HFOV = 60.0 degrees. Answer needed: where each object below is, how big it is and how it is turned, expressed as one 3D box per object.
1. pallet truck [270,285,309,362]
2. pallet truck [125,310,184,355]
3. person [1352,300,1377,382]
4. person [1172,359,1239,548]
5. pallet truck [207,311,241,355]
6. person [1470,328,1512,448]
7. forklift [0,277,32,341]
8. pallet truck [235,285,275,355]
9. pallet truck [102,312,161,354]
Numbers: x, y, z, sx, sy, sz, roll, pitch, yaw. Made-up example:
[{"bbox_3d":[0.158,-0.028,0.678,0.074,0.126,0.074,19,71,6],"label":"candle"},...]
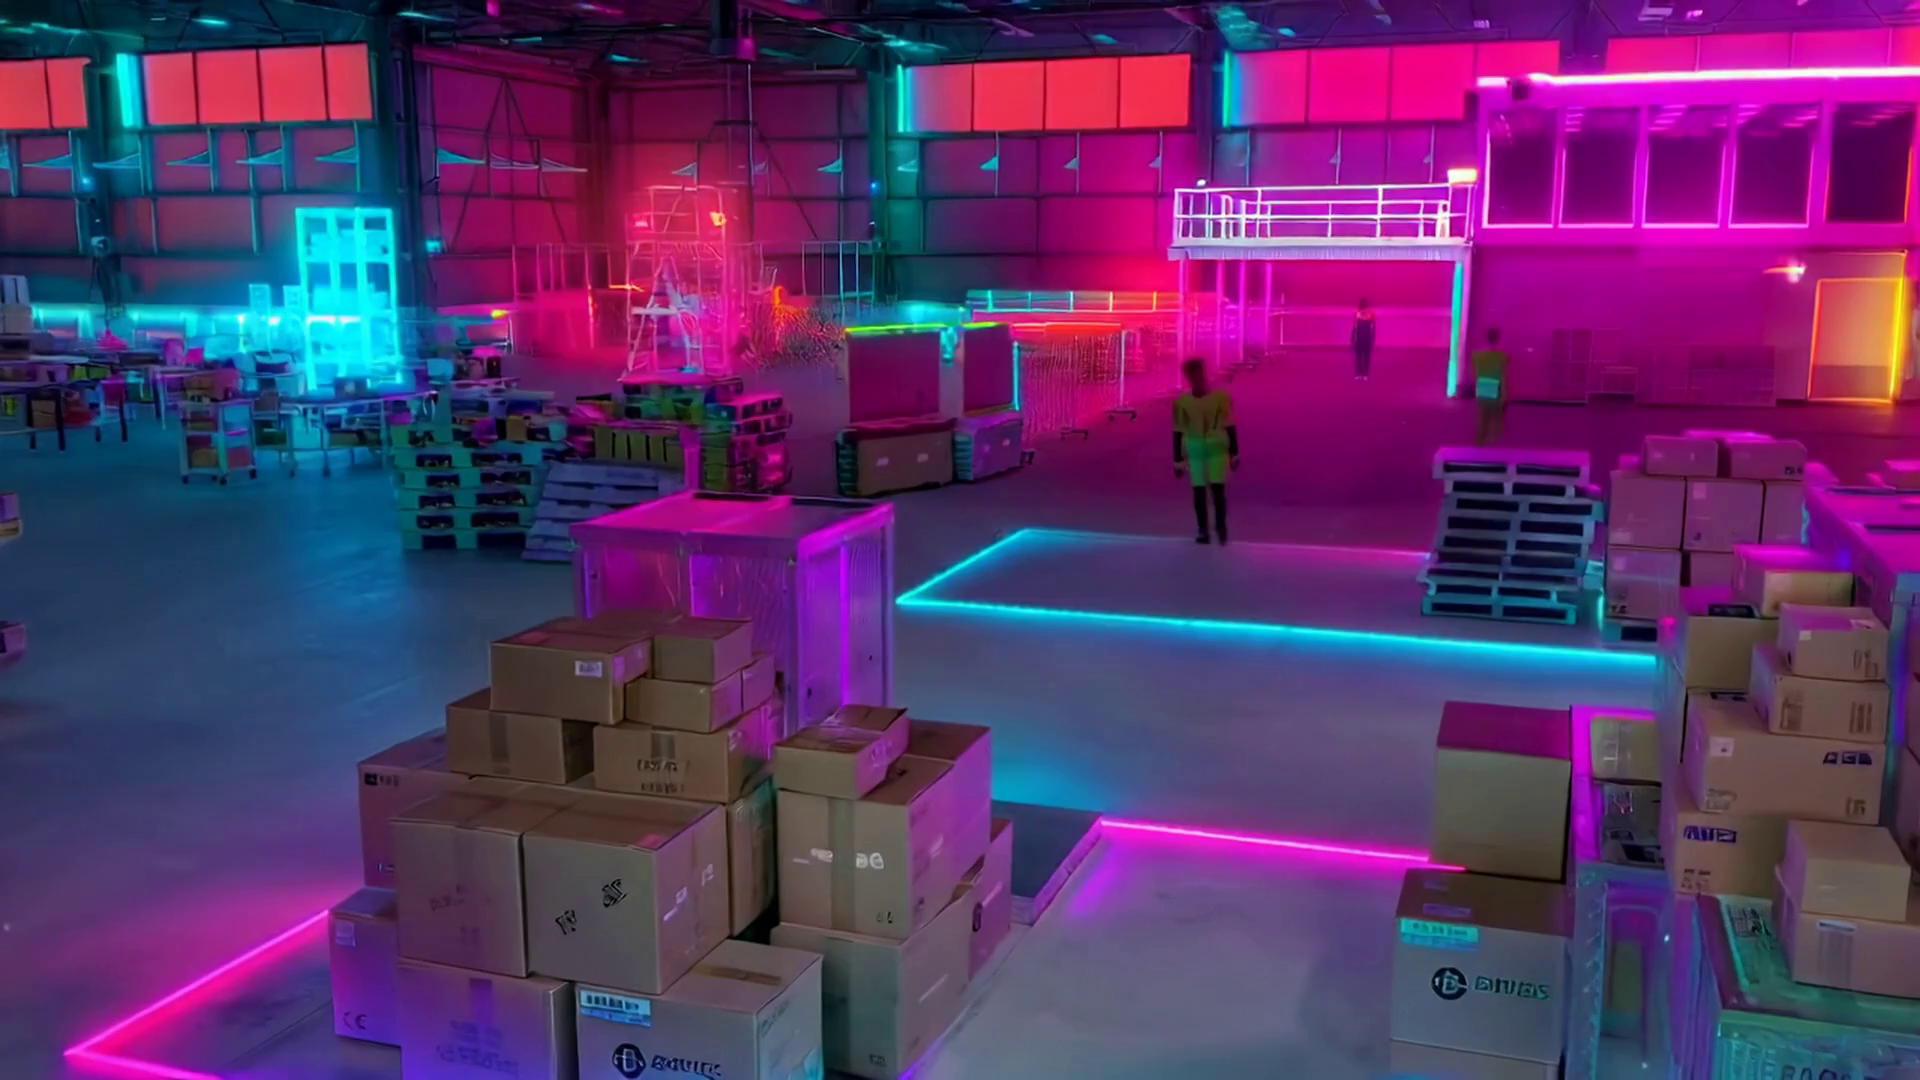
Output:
[{"bbox_3d":[-17.147,-5.700,43.663,0.823,1.965,1.885,3,11,17],"label":"pallet truck"},{"bbox_3d":[-22.038,-5.665,45.457,0.704,1.261,1.522,3,11,17],"label":"pallet truck"},{"bbox_3d":[8.942,-4.399,36.820,0.544,1.823,0.622,3,10,15],"label":"person"},{"bbox_3d":[2.436,-0.847,16.570,0.648,1.914,0.601,3,11,17],"label":"person"},{"bbox_3d":[-19.537,-5.575,44.913,0.653,1.274,1.630,3,11,19],"label":"pallet truck"},{"bbox_3d":[7.297,-1.973,22.972,0.595,1.899,0.558,7,12,36],"label":"person"},{"bbox_3d":[-27.151,-6.329,46.328,1.157,1.987,2.680,3,11,17],"label":"forklift"},{"bbox_3d":[-18.327,-5.835,44.421,0.823,1.965,1.885,4,11,23],"label":"pallet truck"},{"bbox_3d":[-23.057,-5.777,46.261,0.680,1.201,1.601,3,11,19],"label":"pallet truck"}]
